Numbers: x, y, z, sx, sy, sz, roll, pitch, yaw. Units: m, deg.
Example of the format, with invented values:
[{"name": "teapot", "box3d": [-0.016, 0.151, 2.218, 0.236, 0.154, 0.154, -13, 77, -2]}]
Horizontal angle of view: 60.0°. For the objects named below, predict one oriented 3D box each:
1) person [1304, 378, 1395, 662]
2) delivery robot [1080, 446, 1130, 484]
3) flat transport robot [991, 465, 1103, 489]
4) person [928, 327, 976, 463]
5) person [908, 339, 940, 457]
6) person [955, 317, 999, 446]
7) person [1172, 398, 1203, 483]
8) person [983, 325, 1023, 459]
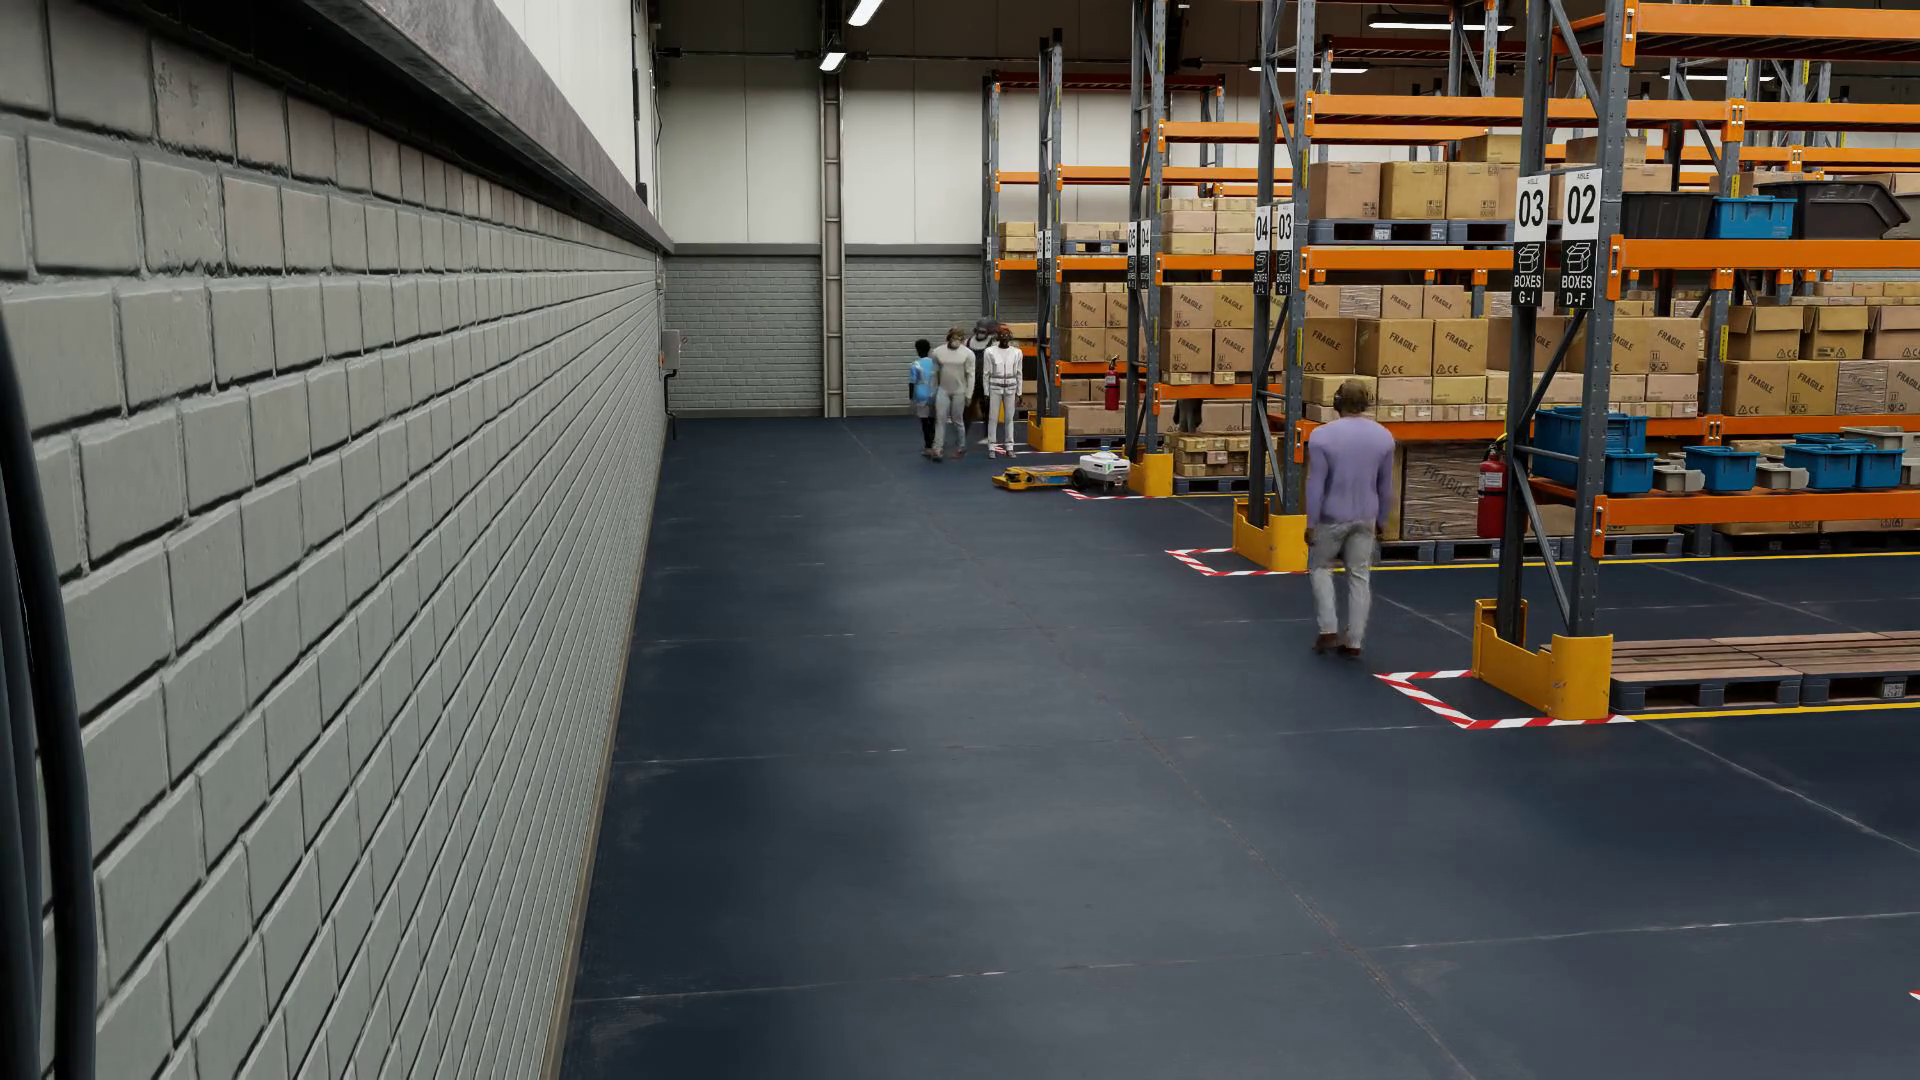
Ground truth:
[{"name": "person", "box3d": [2.630, -0.142, 11.374, 0.664, 1.920, 0.568, -2, 9, -11]}, {"name": "delivery robot", "box3d": [1.729, -0.878, 19.844, 0.477, 0.478, 0.707, -5, 10, -27]}, {"name": "flat transport robot", "box3d": [1.164, -0.787, 20.443, 1.431, 0.197, 0.652, -3, 10, -18]}, {"name": "person", "box3d": [-0.115, -2.027, 23.158, 0.695, 1.888, 0.833, 2, 10, 15]}, {"name": "person", "box3d": [-0.514, -2.040, 23.816, 0.543, 1.673, 0.572, -5, 11, -30]}, {"name": "person", "box3d": [0.257, -2.403, 24.970, 0.763, 2.000, 0.938, 4, 10, 25]}, {"name": "person", "box3d": [2.821, -1.601, 20.590, 0.326, 1.860, 0.515, -4, 10, -26]}, {"name": "person", "box3d": [0.606, -2.082, 23.473, 0.573, 1.883, 0.355, -2, 9, -9]}]
